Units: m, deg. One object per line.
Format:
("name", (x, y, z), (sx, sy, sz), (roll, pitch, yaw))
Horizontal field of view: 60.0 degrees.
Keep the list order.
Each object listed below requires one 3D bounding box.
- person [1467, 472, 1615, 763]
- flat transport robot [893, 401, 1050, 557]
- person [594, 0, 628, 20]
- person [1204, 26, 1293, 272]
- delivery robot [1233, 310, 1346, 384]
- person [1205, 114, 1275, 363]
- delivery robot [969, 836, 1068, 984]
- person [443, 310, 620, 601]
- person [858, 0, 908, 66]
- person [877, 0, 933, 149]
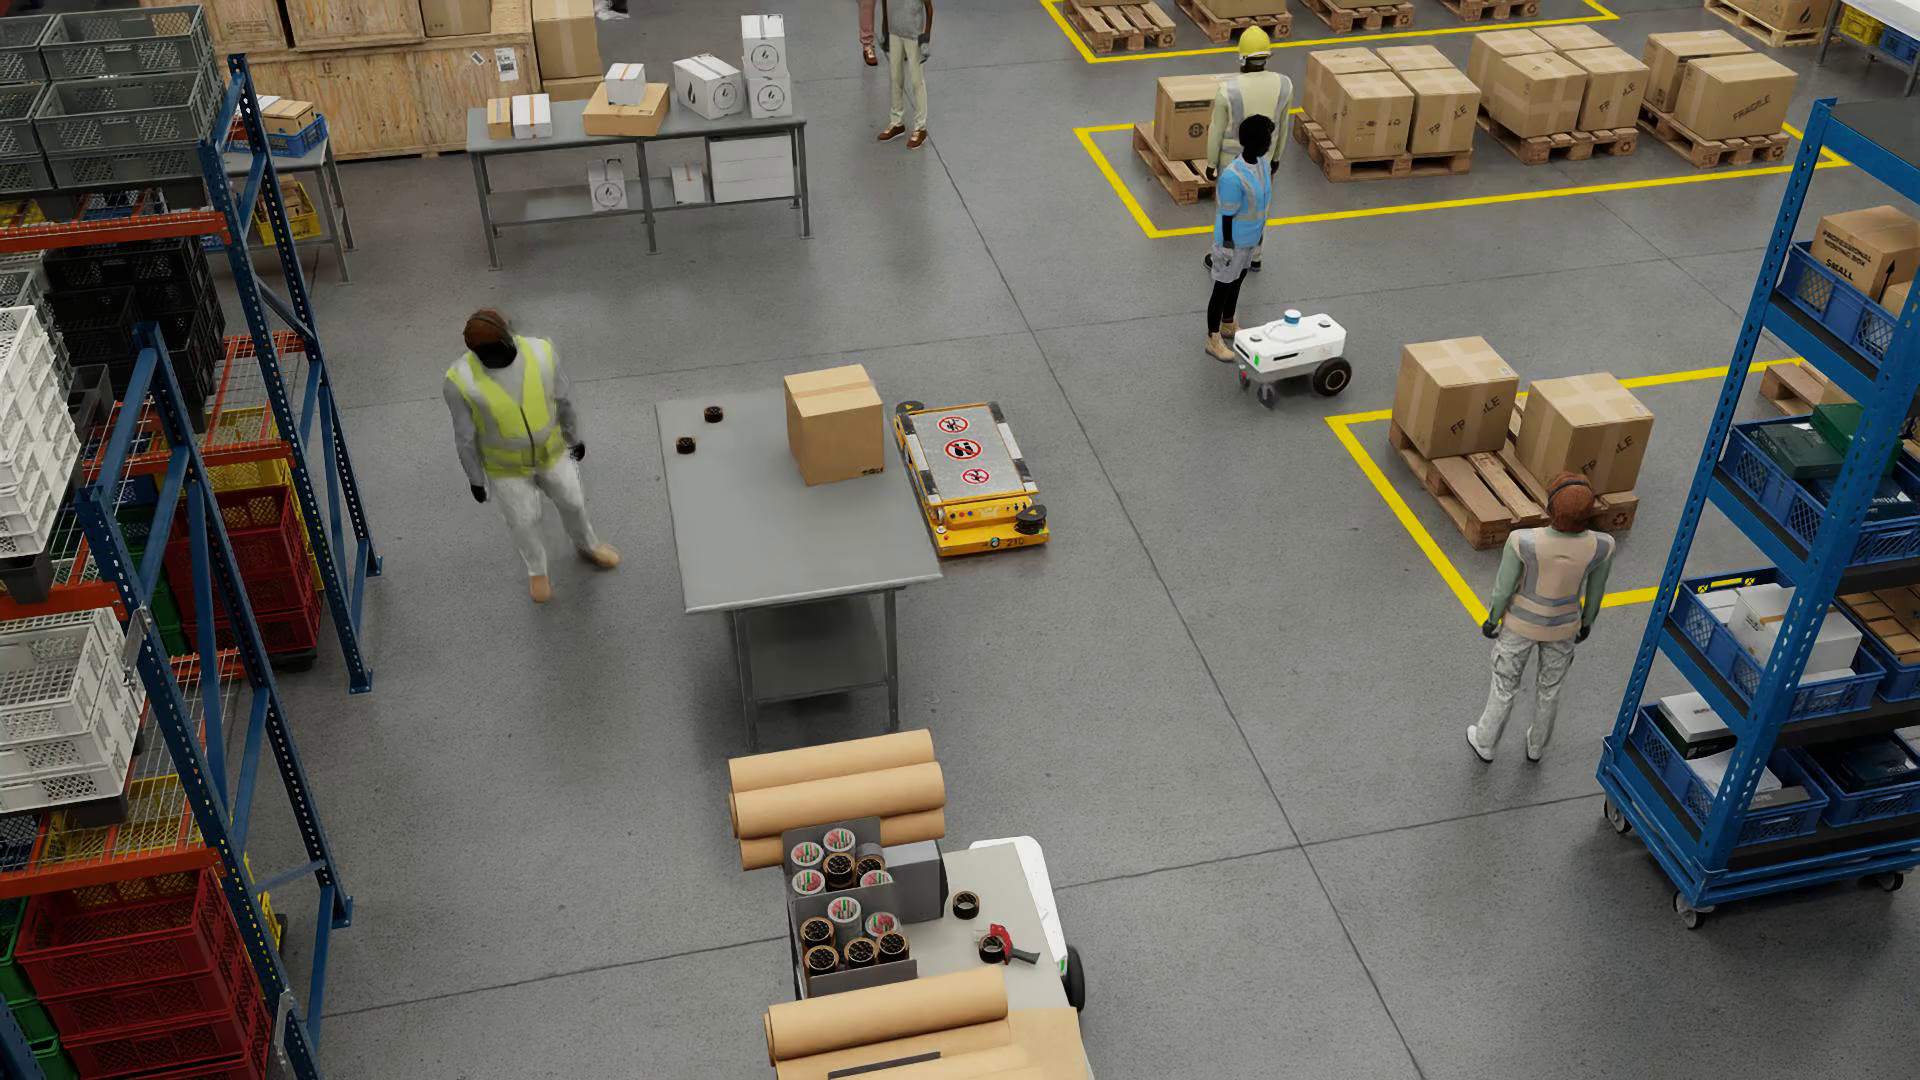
("person", (2.737, 0.397, 7.858), (0.523, 1.639, 0.306), (1, 37, 2))
("flat transport robot", (0.046, -0.430, 10.108), (0.652, 0.197, 1.431), (-8, 37, -10))
("person", (-3.499, -6.088, 16.383), (0.487, 1.874, 0.659), (-25, 43, -30))
("person", (2.050, -2.781, 11.978), (0.597, 1.824, 0.403), (-9, 38, -12))
("delivery robot", (2.160, -1.280, 10.940), (0.707, 0.478, 0.477), (-13, 39, -17))
("person", (1.865, -2.018, 11.059), (0.320, 1.692, 0.531), (22, 42, 26))
("delivery robot", (0.232, 1.591, 7.081), (0.477, 0.478, 0.707), (-5, 37, -7))
("person", (-2.295, -0.454, 8.873), (0.744, 1.803, 0.431), (-22, 42, -27))
("person", (-0.743, -5.369, 15.398), (0.647, 1.901, 0.402), (-14, 39, -18))
("person", (-0.456, -4.195, 13.838), (0.514, 1.872, 0.332), (23, 42, 28))
